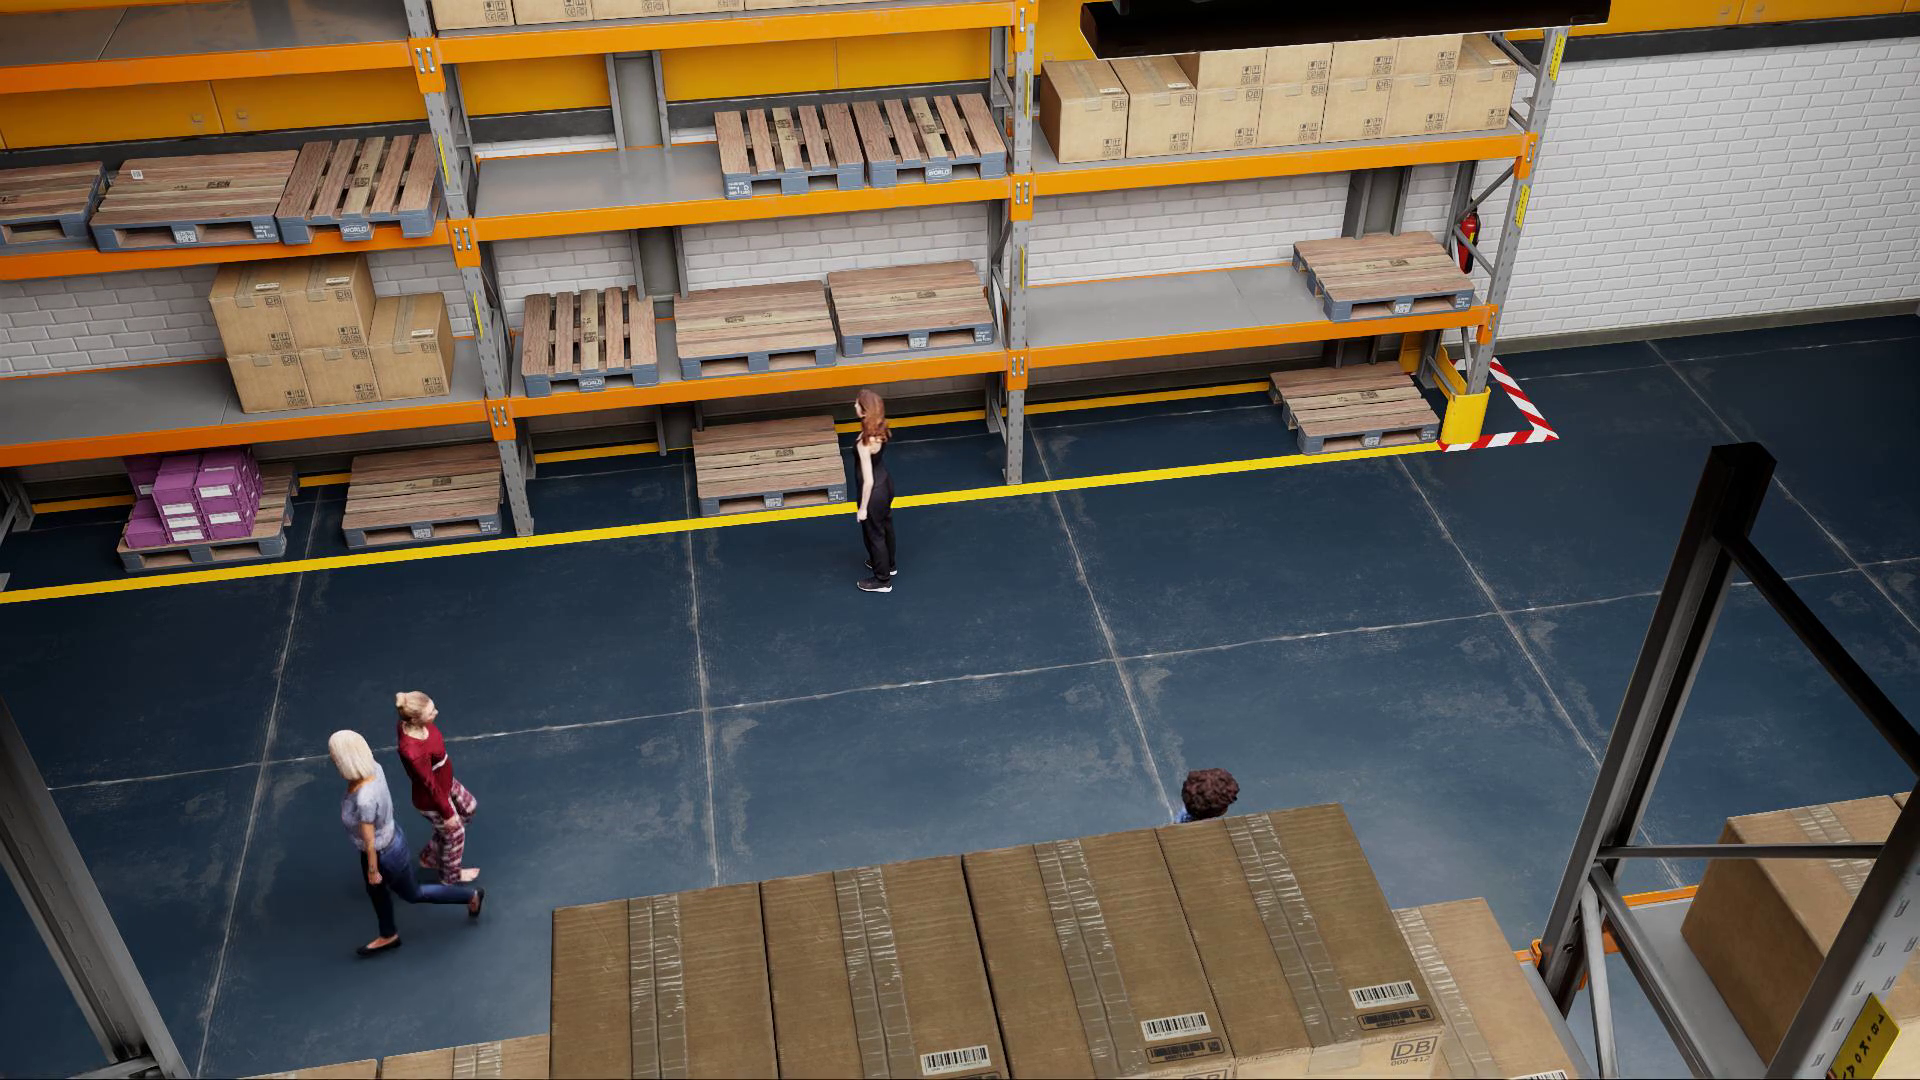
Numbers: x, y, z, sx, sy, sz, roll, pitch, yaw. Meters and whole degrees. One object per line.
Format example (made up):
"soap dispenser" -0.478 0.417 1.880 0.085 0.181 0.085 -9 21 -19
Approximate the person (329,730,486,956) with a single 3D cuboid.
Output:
"person" -3.270 1.773 9.705 1.075 1.693 0.731 -15 41 -18

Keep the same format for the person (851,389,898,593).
"person" -0.628 -0.368 12.343 0.634 1.746 0.656 8 39 10

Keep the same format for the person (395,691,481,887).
"person" -3.242 1.523 10.018 0.685 1.692 0.687 -12 40 -15

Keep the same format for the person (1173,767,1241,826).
"person" 1.224 2.001 9.352 1.086 1.778 0.737 -9 39 -11
